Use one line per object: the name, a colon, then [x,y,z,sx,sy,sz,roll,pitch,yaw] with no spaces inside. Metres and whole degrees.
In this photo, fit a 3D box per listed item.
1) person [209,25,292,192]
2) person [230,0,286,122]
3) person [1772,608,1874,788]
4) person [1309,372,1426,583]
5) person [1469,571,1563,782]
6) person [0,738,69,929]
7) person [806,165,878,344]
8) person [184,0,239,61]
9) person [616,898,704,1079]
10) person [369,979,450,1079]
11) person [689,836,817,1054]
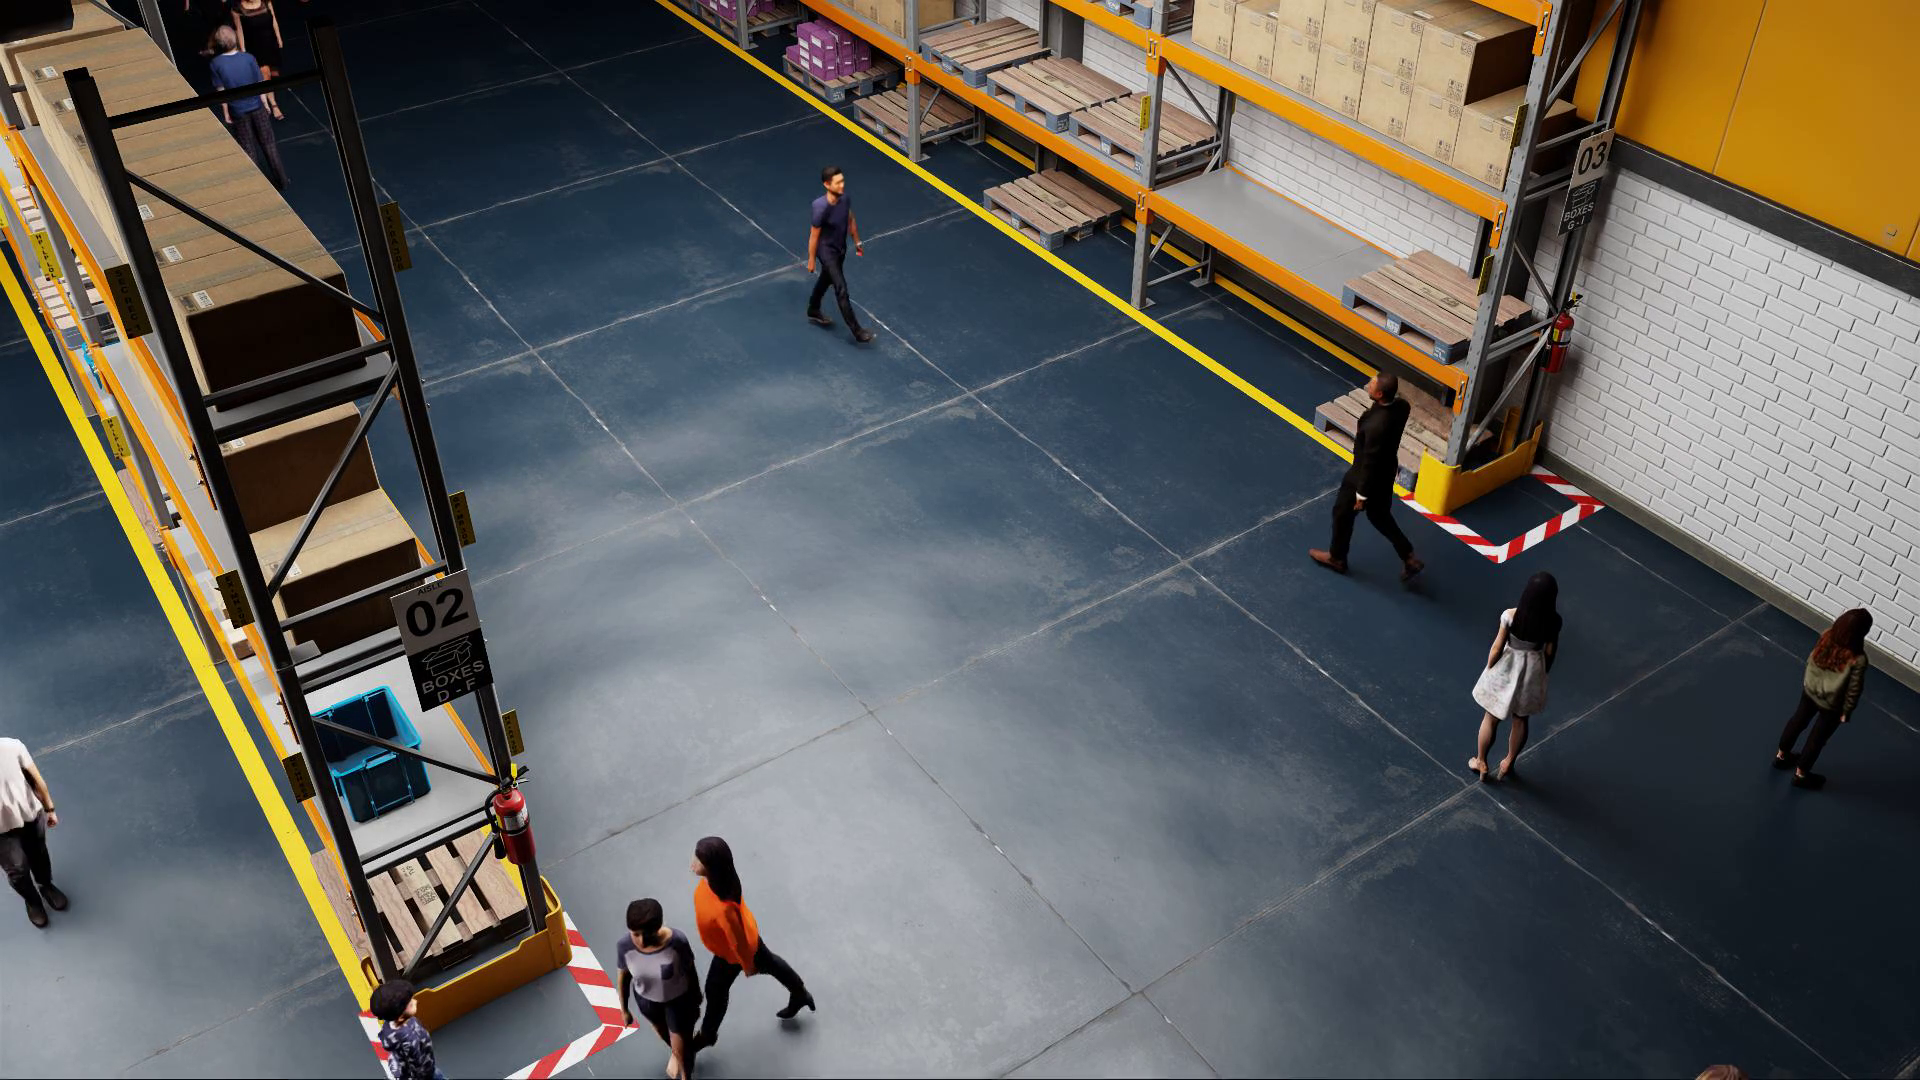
person: [-7.693,-4.631,17.952,0.685,1.870,0.575,-18,42,-21]
person: [-8.252,-5.805,19.564,0.706,1.694,0.925,-27,46,-29]
person: [5.816,1.040,11.168,0.697,1.475,0.546,-11,40,-13]
person: [3.226,-0.445,12.701,1.209,1.883,0.845,30,47,32]
person: [3.705,0.915,11.085,0.775,1.774,0.828,4,39,5]
person: [-5.882,1.651,10.216,0.693,1.708,0.695,32,48,33]
person: [-1.264,-2.724,15.666,1.236,1.744,0.972,21,43,25]
person: [-9.264,-6.710,20.672,1.073,1.724,0.983,9,39,11]
person: [-1.652,2.473,9.317,0.765,1.546,0.831,2,39,2]
person: [-3.040,2.867,9.077,0.583,1.229,0.706,-21,43,-24]
person: [-1.201,2.271,9.447,0.960,1.699,1.106,-7,39,-8]
